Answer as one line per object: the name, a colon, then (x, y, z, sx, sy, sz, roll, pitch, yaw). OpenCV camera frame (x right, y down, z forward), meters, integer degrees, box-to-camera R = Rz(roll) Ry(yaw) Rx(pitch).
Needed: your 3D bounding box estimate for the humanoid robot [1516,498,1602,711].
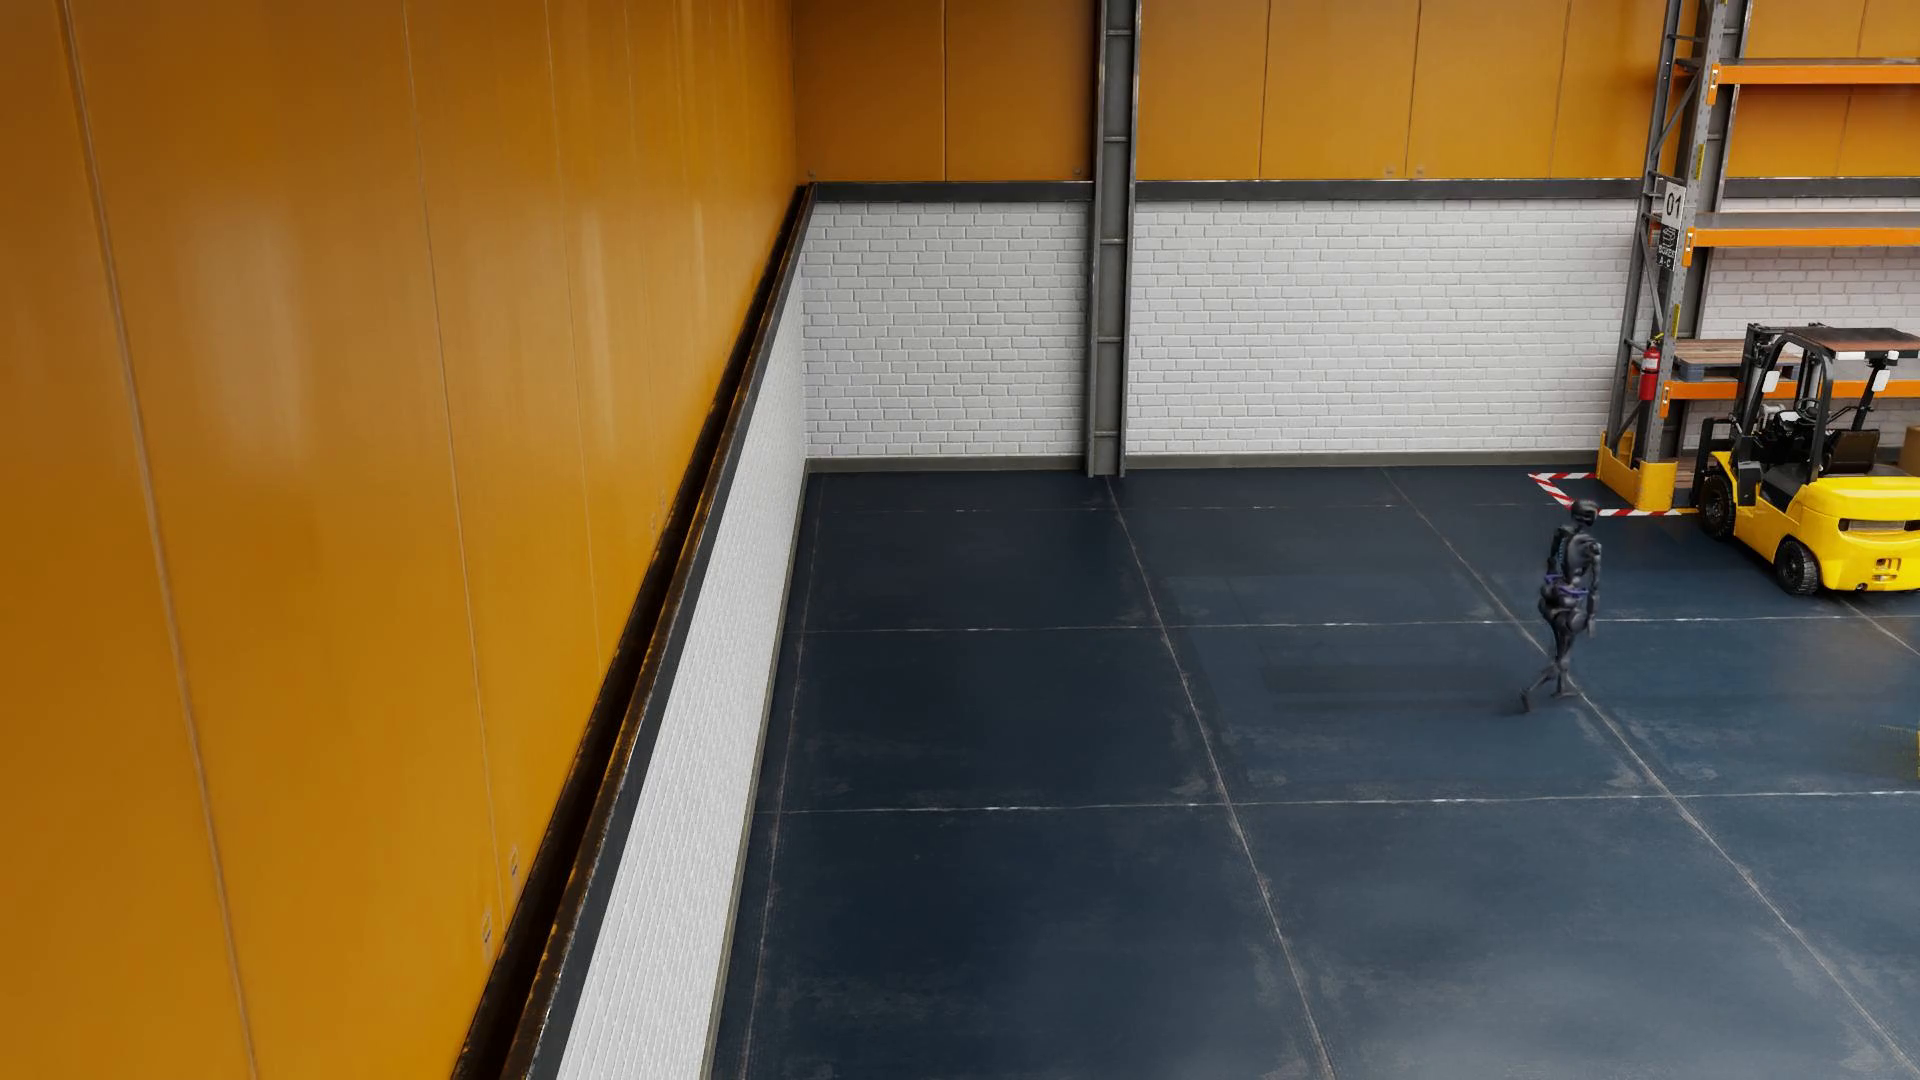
humanoid robot: (4.419, 0.462, 12.296, 0.642, 1.637, 0.584, -7, 21, -18)

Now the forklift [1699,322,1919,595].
forklift: (7.809, -0.792, 14.926, 1.214, 2.155, 2.313, -1, 20, -2)
